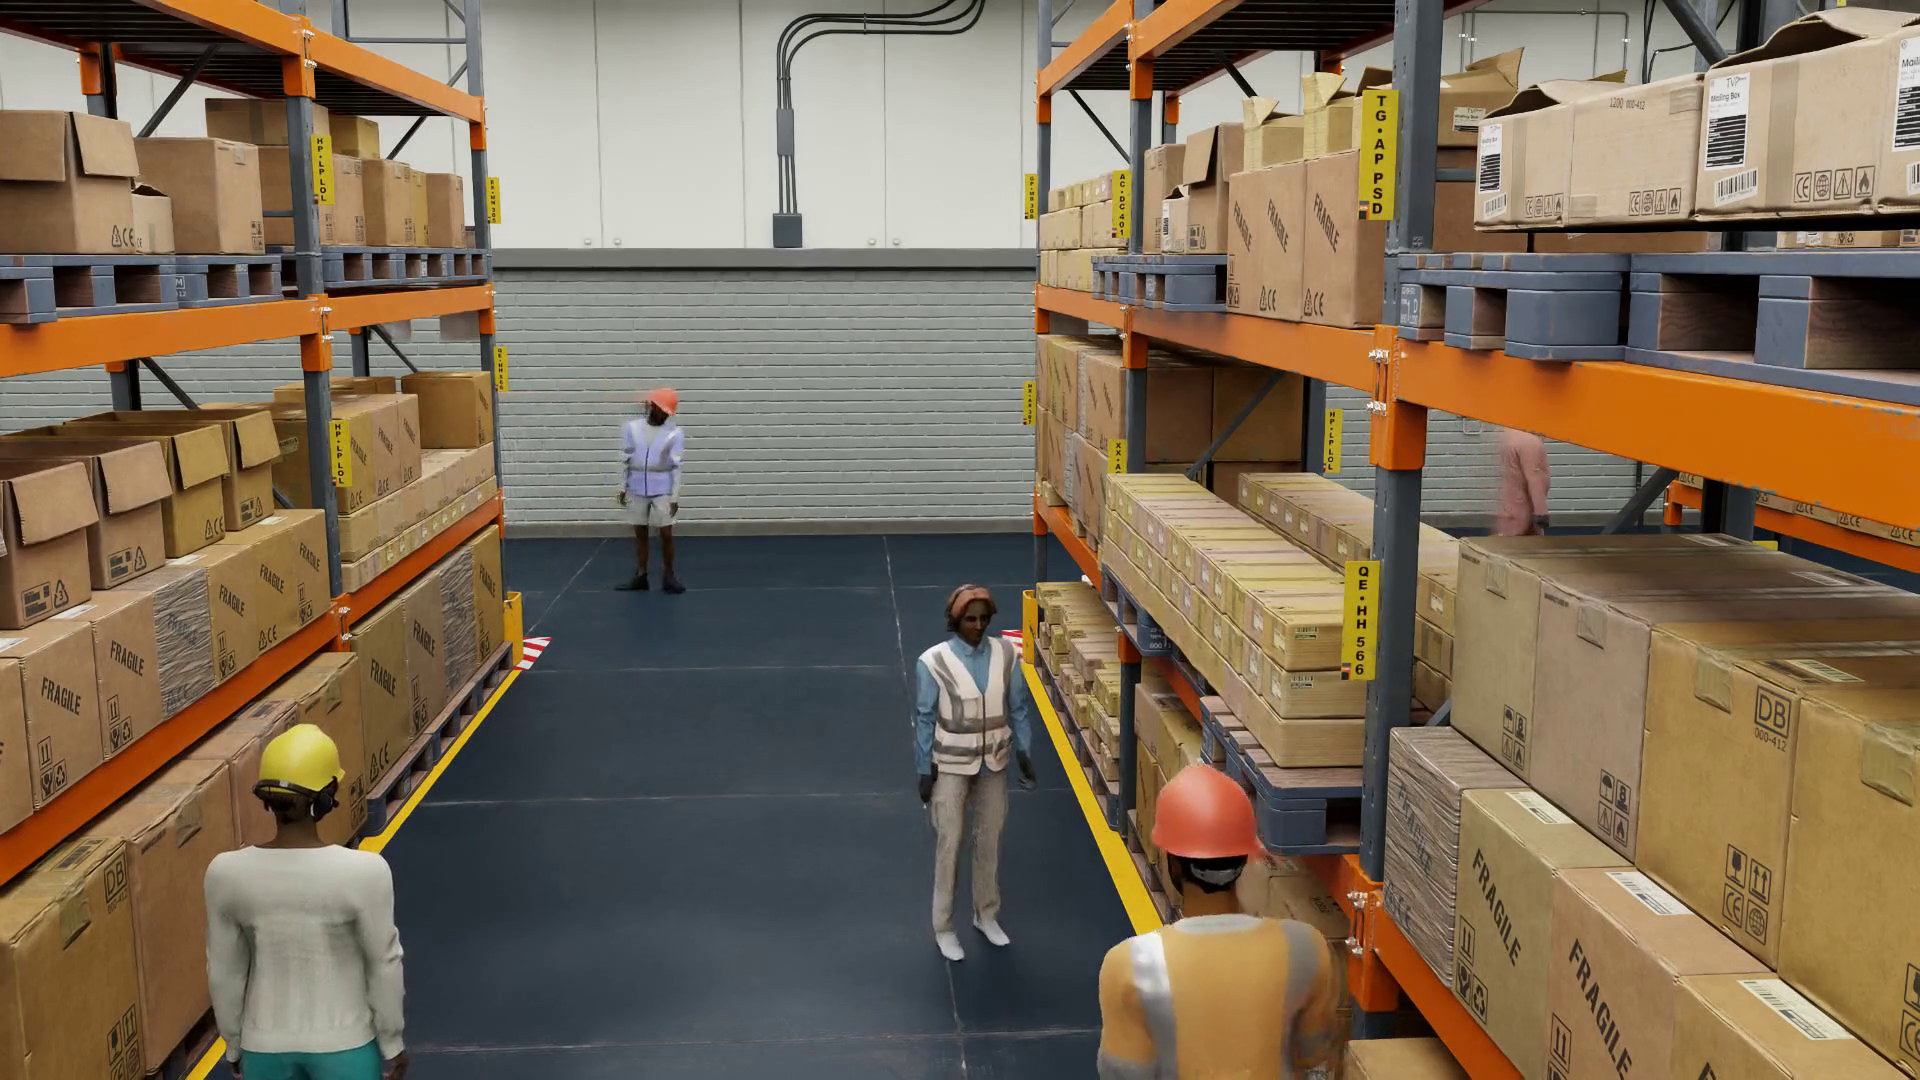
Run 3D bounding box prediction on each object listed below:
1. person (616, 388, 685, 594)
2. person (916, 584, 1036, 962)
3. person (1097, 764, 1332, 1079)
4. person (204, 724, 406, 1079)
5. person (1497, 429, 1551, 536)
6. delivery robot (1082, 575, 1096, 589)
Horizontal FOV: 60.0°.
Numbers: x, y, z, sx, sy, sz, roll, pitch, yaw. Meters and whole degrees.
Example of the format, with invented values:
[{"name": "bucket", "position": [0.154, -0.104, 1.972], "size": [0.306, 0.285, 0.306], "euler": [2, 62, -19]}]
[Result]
[{"name": "person", "position": [-2.830, -0.430, 14.972], "size": [0.704, 1.889, 0.375], "euler": [1, 10, 8]}, {"name": "person", "position": [0.049, 0.997, 7.263], "size": [0.533, 1.634, 0.345], "euler": [-5, 11, -28]}, {"name": "person", "position": [0.573, 1.445, 3.876], "size": [0.559, 1.882, 0.975], "euler": [-1, 10, -5]}, {"name": "person", "position": [-1.797, 1.381, 4.623], "size": [0.526, 1.768, 0.331], "euler": [0, 10, 0]}, {"name": "person", "position": [4.920, -0.302, 14.261], "size": [0.976, 1.854, 0.668], "euler": [2, 10, 13]}, {"name": "delivery robot", "position": [1.340, 0.413, 13.603], "size": [0.707, 0.478, 0.477], "euler": [9, 13, 42]}]
